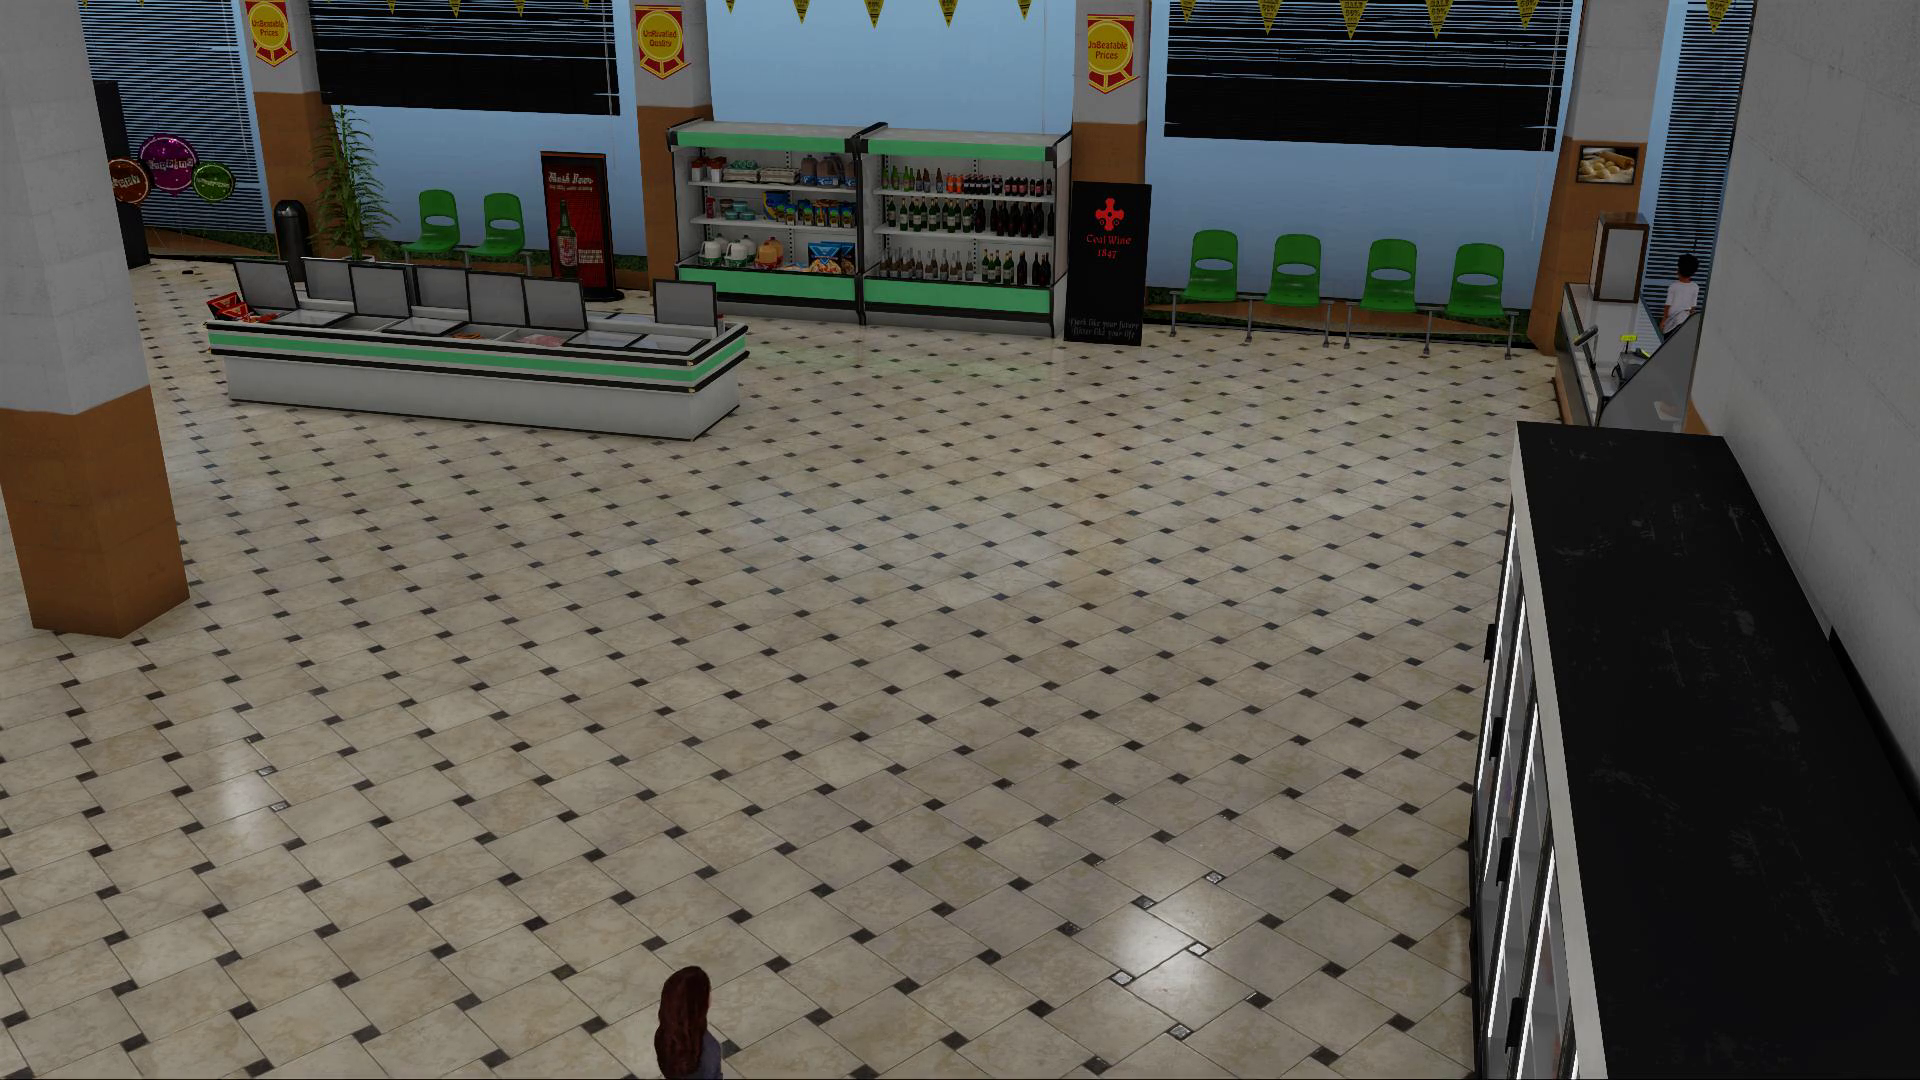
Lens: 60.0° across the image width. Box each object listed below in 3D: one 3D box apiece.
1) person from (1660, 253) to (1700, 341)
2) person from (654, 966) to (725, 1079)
[{"bbox_3d":[7.108,-2.203,16.449,0.529,1.261,0.619,-3,22,-7],"label":"person"},{"bbox_3d":[-0.995,2.056,6.071,0.705,1.098,0.662,-17,27,-36],"label":"person"}]
